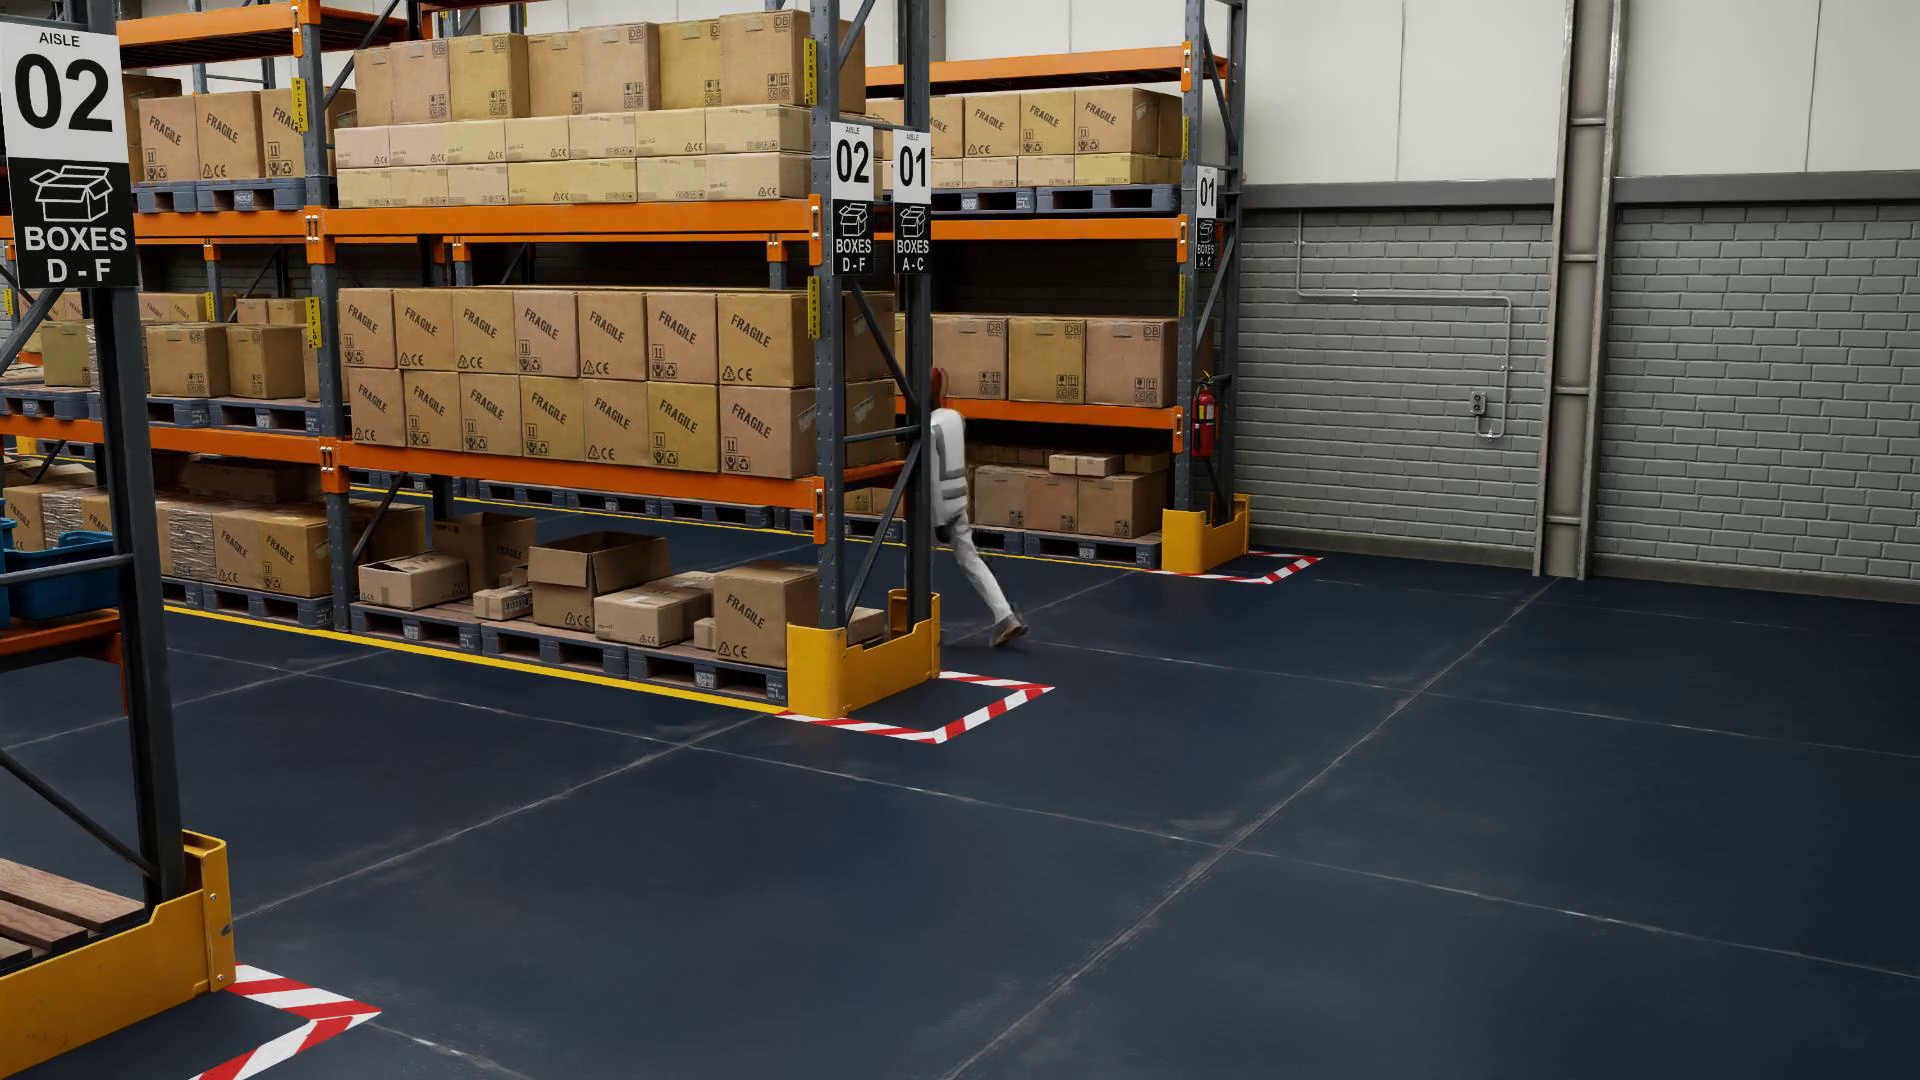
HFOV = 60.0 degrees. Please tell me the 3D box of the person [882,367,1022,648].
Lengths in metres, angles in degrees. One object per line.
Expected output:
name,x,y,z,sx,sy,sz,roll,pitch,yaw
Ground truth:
person,-0.054,-0.205,10.750,0.995,1.843,0.595,6,12,33
